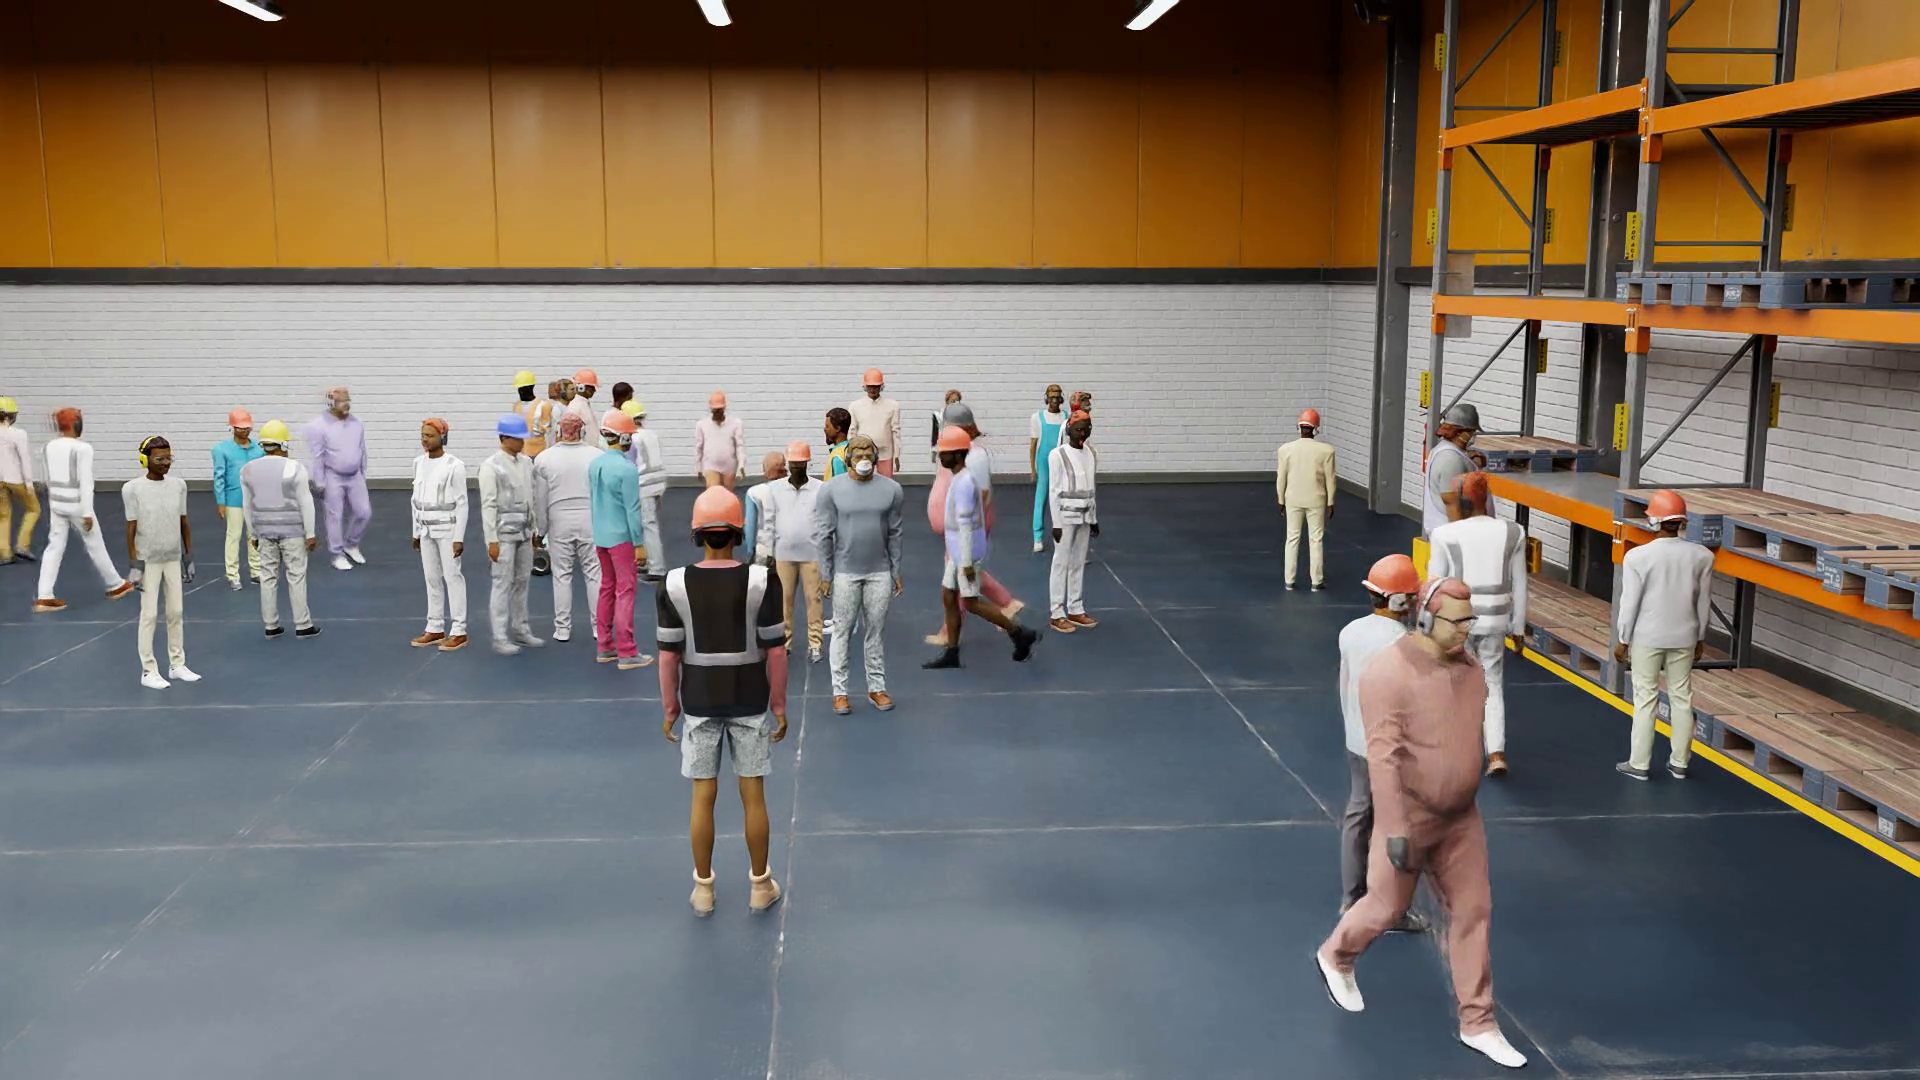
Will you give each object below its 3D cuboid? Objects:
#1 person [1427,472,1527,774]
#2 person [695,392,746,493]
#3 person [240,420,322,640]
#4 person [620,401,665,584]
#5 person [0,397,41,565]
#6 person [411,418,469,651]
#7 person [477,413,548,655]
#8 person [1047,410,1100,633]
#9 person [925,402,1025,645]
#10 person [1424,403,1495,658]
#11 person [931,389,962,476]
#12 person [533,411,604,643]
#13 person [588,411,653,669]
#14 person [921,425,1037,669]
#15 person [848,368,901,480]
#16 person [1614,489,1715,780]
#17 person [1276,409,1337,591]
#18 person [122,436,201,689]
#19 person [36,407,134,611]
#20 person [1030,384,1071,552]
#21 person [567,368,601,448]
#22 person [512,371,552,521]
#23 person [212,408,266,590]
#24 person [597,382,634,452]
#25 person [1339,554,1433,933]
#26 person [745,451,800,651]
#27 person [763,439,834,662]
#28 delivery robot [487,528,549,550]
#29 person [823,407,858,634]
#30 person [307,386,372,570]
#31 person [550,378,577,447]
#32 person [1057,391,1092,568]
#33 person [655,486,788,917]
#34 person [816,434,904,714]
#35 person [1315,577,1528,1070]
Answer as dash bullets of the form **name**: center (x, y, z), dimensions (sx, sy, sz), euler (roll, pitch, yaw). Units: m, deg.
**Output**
- **person**: center (3.108, 0.506, 10.082), dimensions (0.606, 1.850, 0.518), euler (1, 9, 5)
- **person**: center (-2.723, -0.828, 18.913), dimensions (0.574, 1.698, 0.929), euler (-1, 9, -9)
- **person**: center (-5.621, -0.079, 13.797), dimensions (0.590, 1.837, 0.404), euler (1, 9, 5)
- **person**: center (-3.153, -0.467, 16.403), dimensions (0.621, 1.792, 0.594), euler (3, 9, 17)
- **person**: center (-9.911, -0.612, 17.398), dimensions (0.557, 1.752, 0.448), euler (2, 9, 11)
- **person**: center (-4.220, -0.049, 13.456), dimensions (0.574, 1.884, 0.356), euler (5, 10, 30)
- **person**: center (-3.582, -0.047, 13.303), dimensions (0.422, 1.934, 0.618), euler (4, 10, 22)
- **person**: center (0.978, -0.166, 14.192), dimensions (0.361, 1.884, 0.574), euler (9, 13, 44)
- **person**: center (0.123, -0.161, 13.668), dimensions (0.790, 2.000, 0.712), euler (-2, 9, -10)
- **person**: center (3.933, -0.074, 13.120), dimensions (0.537, 2.000, 0.680), euler (1, 9, 6)
- **person**: center (-0.100, -1.078, 20.710), dimensions (0.535, 1.621, 0.406), euler (-1, 9, -6)
- **person**: center (-3.187, -0.108, 13.760), dimensions (0.652, 1.906, 0.402), euler (-3, 9, -15)
- **person**: center (-2.632, -0.007, 12.884), dimensions (0.407, 1.986, 0.618), euler (-8, 12, -41)
- **person**: center (0.147, 0.073, 12.653), dimensions (0.803, 1.909, 0.546), euler (0, 9, -3)
- **person**: center (-0.967, -0.957, 18.858), dimensions (0.608, 1.987, 0.401), euler (-1, 9, -6)
- **person**: center (4.208, 0.566, 9.986), dimensions (0.563, 1.756, 0.322), euler (-1, 9, -3)
- **person**: center (3.327, -0.383, 15.961), dimensions (0.572, 1.751, 0.329), euler (3, 10, 20)
- **person**: center (-5.873, 0.162, 12.228), dimensions (0.328, 1.862, 0.503), euler (6, 11, 34)
- **person**: center (-8.085, -0.297, 15.205), dimensions (0.608, 1.824, 1.027), euler (3, 9, 18)
- **person**: center (1.021, -0.789, 18.224), dimensions (0.505, 1.845, 0.345), euler (-2, 9, -9)
- **person**: center (-4.180, -0.916, 18.566), dimensions (0.388, 1.991, 0.609), euler (0, 9, 0)
- **person**: center (-5.035, -1.033, 19.561), dimensions (0.591, 1.915, 0.429), euler (5, 10, 30)
- **person**: center (-6.906, -0.401, 16.074), dimensions (0.342, 1.748, 0.573), euler (7, 11, 36)
- **person**: center (-3.667, -0.731, 17.697), dimensions (0.447, 1.897, 0.608), euler (-3, 9, -16)
- **person**: center (1.978, 0.932, 7.702), dimensions (0.324, 1.752, 0.561), euler (-4, 10, -23)
- **person**: center (-1.460, 0.093, 13.395), dimensions (0.515, 1.620, 0.605), euler (0, 9, -3)
- **person**: center (-1.263, 0.085, 13.011), dimensions (0.563, 1.755, 0.320), euler (1, 9, 4)
- **delivery robot**: center (-4.423, 0.018, 16.899), dimensions (0.707, 0.478, 0.477), euler (1, 9, 3)
- **person**: center (-0.991, -0.164, 14.071), dimensions (0.392, 1.920, 0.593), euler (0, 9, 3)
- **person**: center (-6.334, -0.627, 17.053), dimensions (0.421, 1.891, 0.658), euler (7, 12, 38)
- **person**: center (-4.523, -0.937, 19.152), dimensions (0.345, 1.847, 0.507), euler (0, 9, 0)
- **person**: center (1.163, -0.620, 17.203), dimensions (0.383, 1.838, 0.563), euler (3, 9, 17)
- **person**: center (-1.112, 0.762, 7.850), dimensions (0.605, 2.048, 0.372), euler (-1, 9, -3)
- **person**: center (-0.682, 0.231, 11.531), dimensions (0.632, 1.940, 0.372), euler (-3, 10, -21)
- **person**: center (1.818, 1.058, 6.557), dimensions (0.646, 1.867, 0.898), euler (-5, 10, -28)
